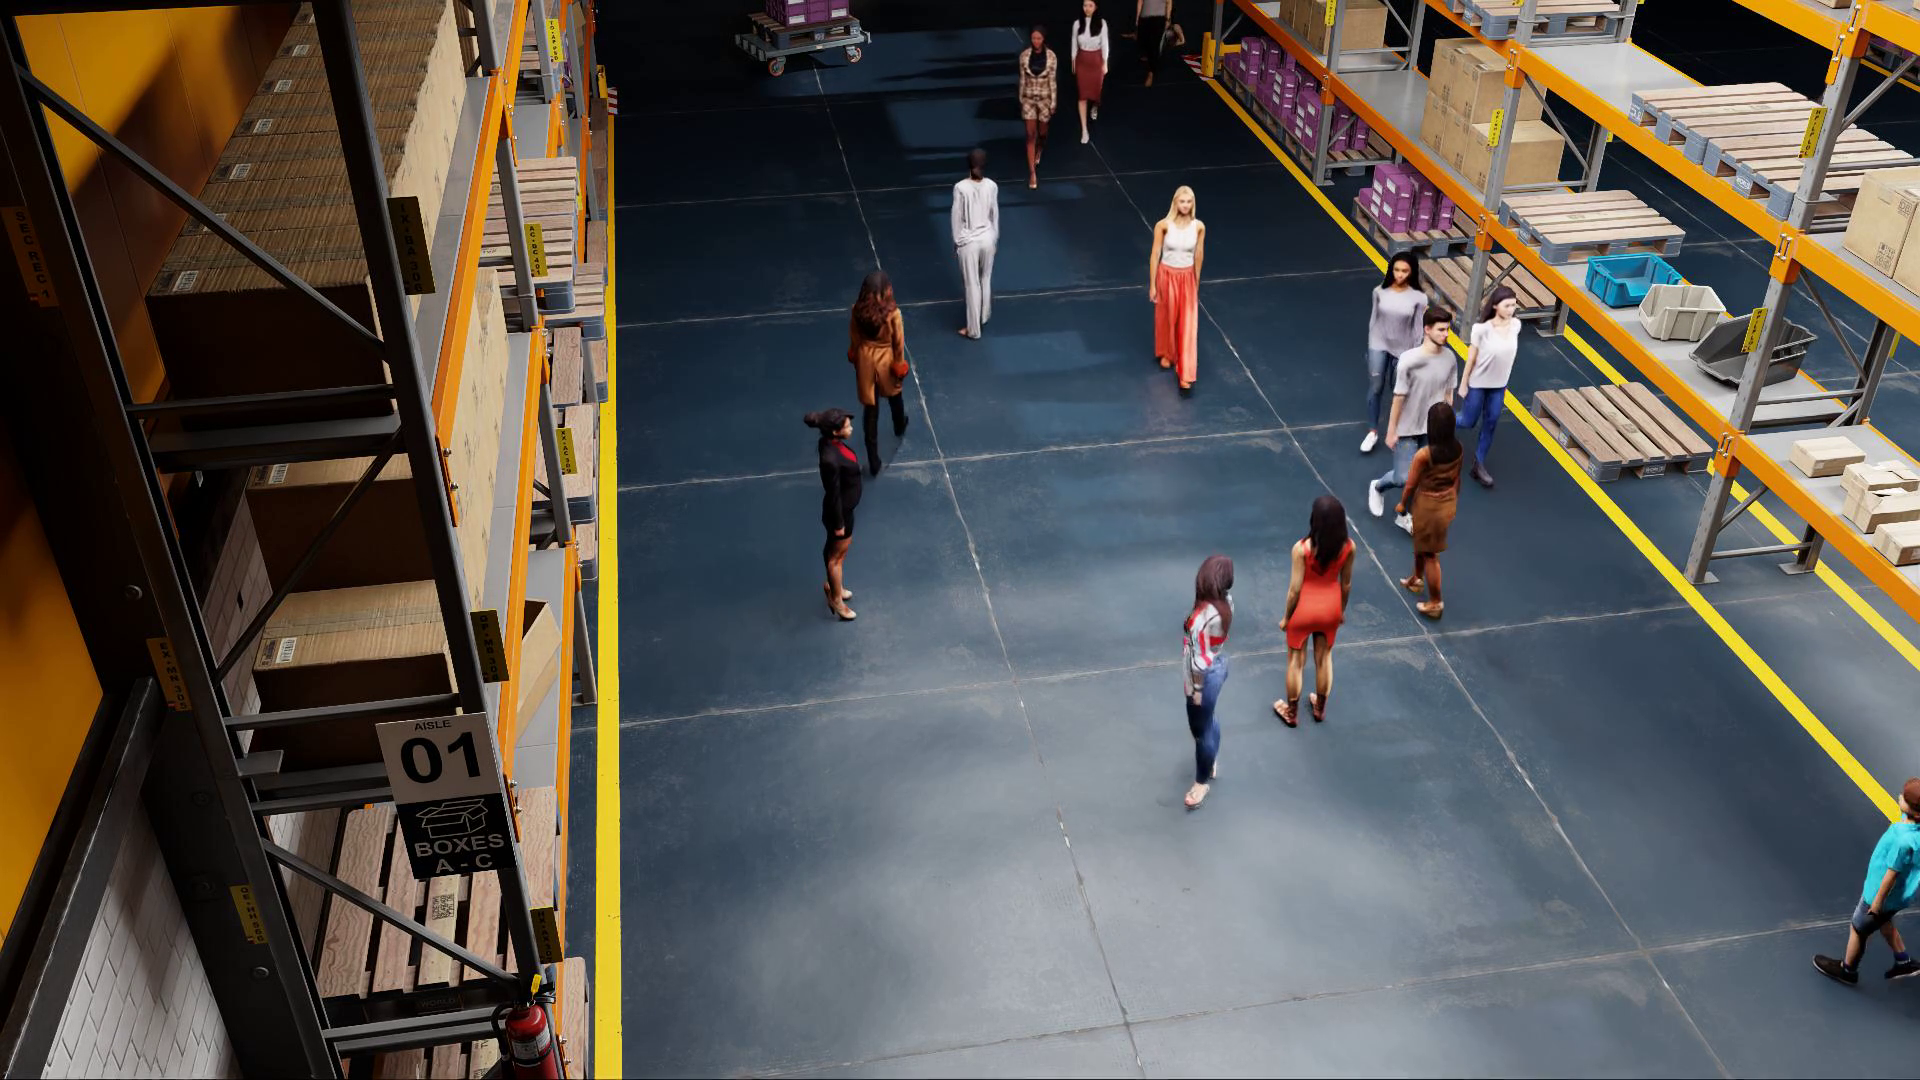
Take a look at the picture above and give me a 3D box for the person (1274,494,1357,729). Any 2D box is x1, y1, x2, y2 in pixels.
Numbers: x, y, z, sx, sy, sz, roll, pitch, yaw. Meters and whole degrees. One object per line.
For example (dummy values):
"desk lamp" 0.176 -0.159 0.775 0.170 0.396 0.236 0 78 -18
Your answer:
"person" 2.261 0.460 10.605 0.595 1.719 0.504 -7 34 -10

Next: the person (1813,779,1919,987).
"person" 4.976 1.845 8.773 0.730 1.440 0.822 -29 43 -36

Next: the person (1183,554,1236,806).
"person" 1.519 0.859 10.116 0.857 1.596 0.740 9 35 14

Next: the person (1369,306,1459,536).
"person" 3.387 -0.903 12.516 0.762 1.873 0.841 -12 36 -18

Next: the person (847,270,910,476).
"person" -0.679 -1.302 13.284 0.979 1.688 1.194 7 34 10

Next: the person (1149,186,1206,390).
"person" 1.877 -2.286 14.691 0.790 1.768 1.184 1 34 1

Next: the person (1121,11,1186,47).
"person" 2.825 -7.495 22.707 0.900 1.571 1.132 6 34 9

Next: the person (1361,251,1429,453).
"person" 3.581 -1.597 13.702 0.968 1.716 1.085 16 37 23

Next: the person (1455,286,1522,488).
"person" 4.118 -1.259 13.238 0.711 1.667 0.976 -11 35 -17

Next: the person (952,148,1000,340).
"person" 0.156 -2.711 15.345 0.628 1.753 0.779 -12 35 -17

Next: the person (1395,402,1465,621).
"person" 3.332 -0.137 11.553 0.719 1.663 0.806 -22 40 -30

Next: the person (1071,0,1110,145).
"person" 1.546 -5.598 19.700 0.805 1.739 0.944 8 34 12

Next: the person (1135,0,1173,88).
"person" 2.521 -6.798 21.540 0.925 1.700 1.076 12 35 17

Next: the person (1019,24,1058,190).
"person" 0.872 -4.880 18.603 0.787 1.759 1.146 3 34 5

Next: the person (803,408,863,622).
"person" -0.856 -0.194 11.660 0.632 1.640 0.533 -4 34 -7
